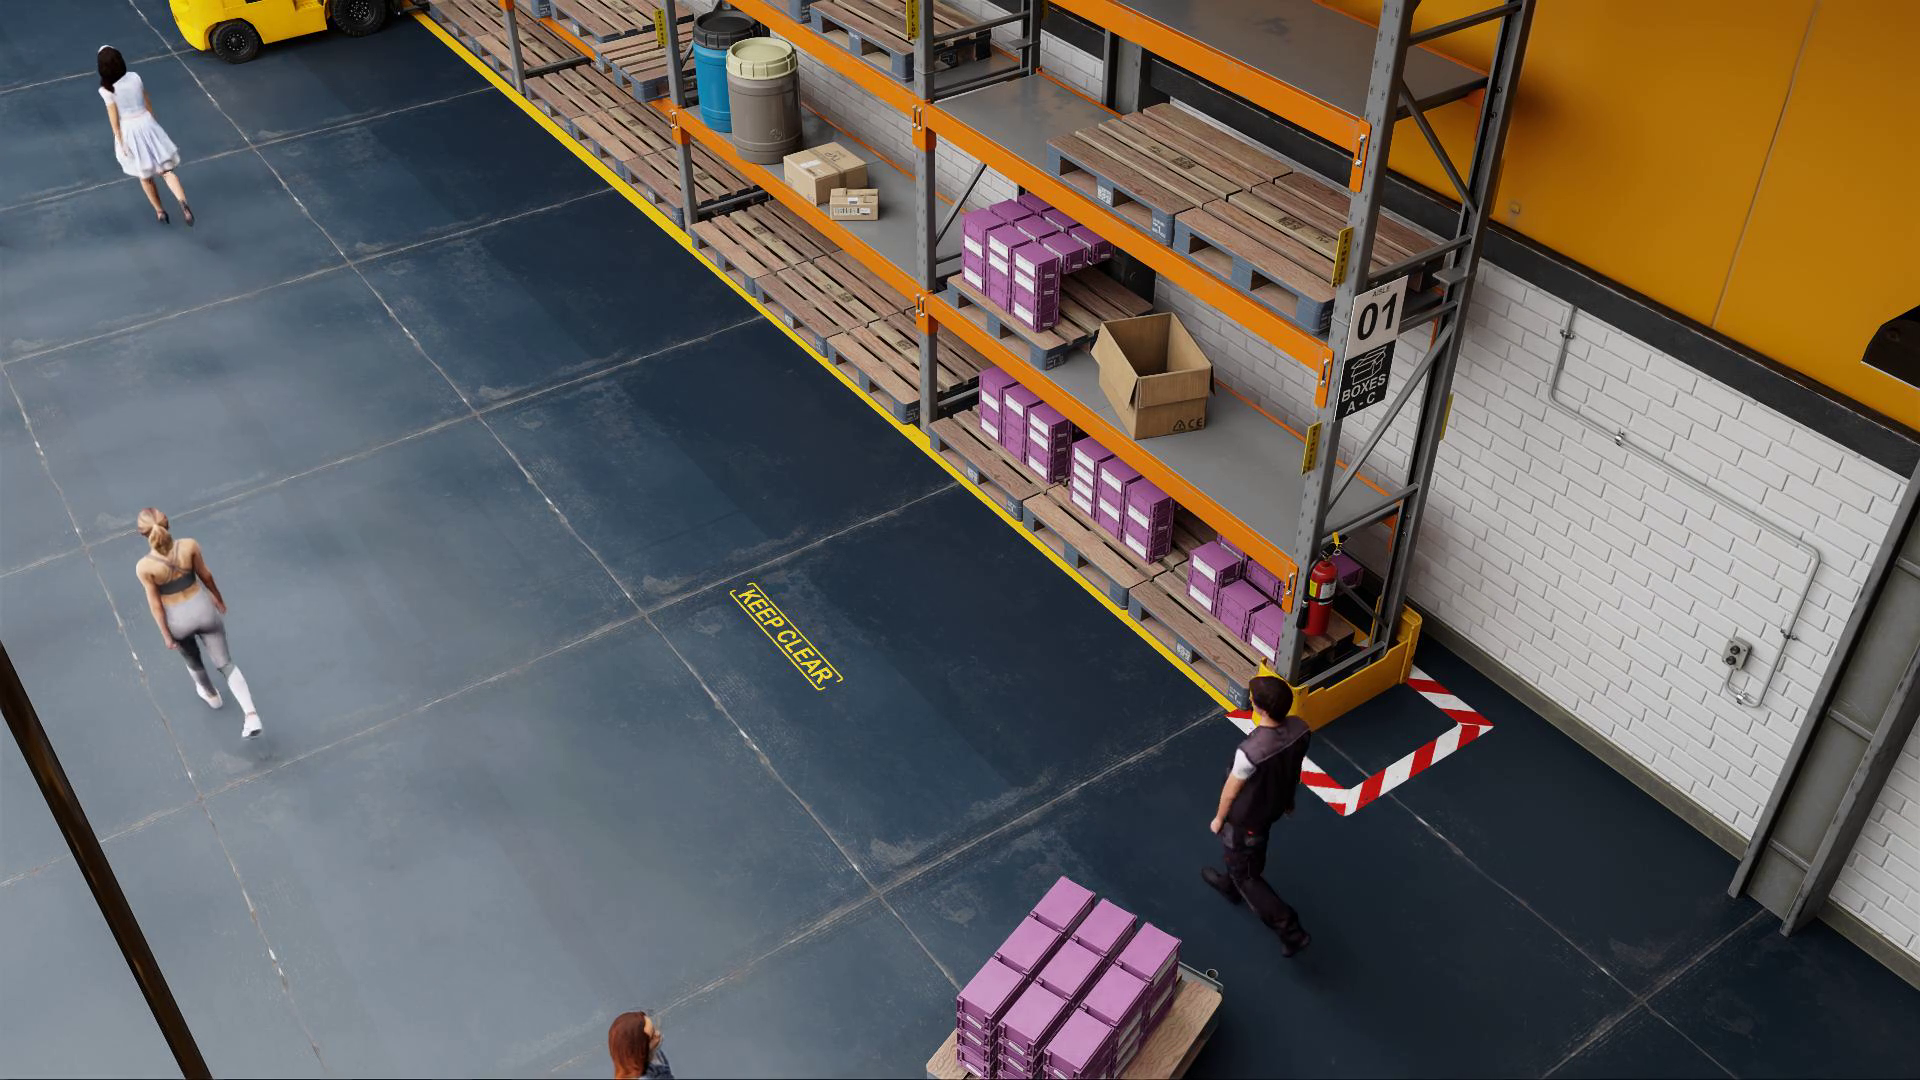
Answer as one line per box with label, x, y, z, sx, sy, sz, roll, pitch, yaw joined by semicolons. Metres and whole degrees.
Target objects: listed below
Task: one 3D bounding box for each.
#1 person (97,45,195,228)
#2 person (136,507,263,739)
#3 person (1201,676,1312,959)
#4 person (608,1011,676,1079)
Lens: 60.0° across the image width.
person;-7.464;-3.633;15.283;1.085;1.797;0.793;30;47;32
person;-4.651;0.535;10.161;0.672;1.676;1.105;-29;47;-32
person;1.639;1.492;8.846;0.738;1.821;1.106;-28;47;-31
person;-1.415;2.656;7.664;0.679;1.477;0.538;-11;40;-13
